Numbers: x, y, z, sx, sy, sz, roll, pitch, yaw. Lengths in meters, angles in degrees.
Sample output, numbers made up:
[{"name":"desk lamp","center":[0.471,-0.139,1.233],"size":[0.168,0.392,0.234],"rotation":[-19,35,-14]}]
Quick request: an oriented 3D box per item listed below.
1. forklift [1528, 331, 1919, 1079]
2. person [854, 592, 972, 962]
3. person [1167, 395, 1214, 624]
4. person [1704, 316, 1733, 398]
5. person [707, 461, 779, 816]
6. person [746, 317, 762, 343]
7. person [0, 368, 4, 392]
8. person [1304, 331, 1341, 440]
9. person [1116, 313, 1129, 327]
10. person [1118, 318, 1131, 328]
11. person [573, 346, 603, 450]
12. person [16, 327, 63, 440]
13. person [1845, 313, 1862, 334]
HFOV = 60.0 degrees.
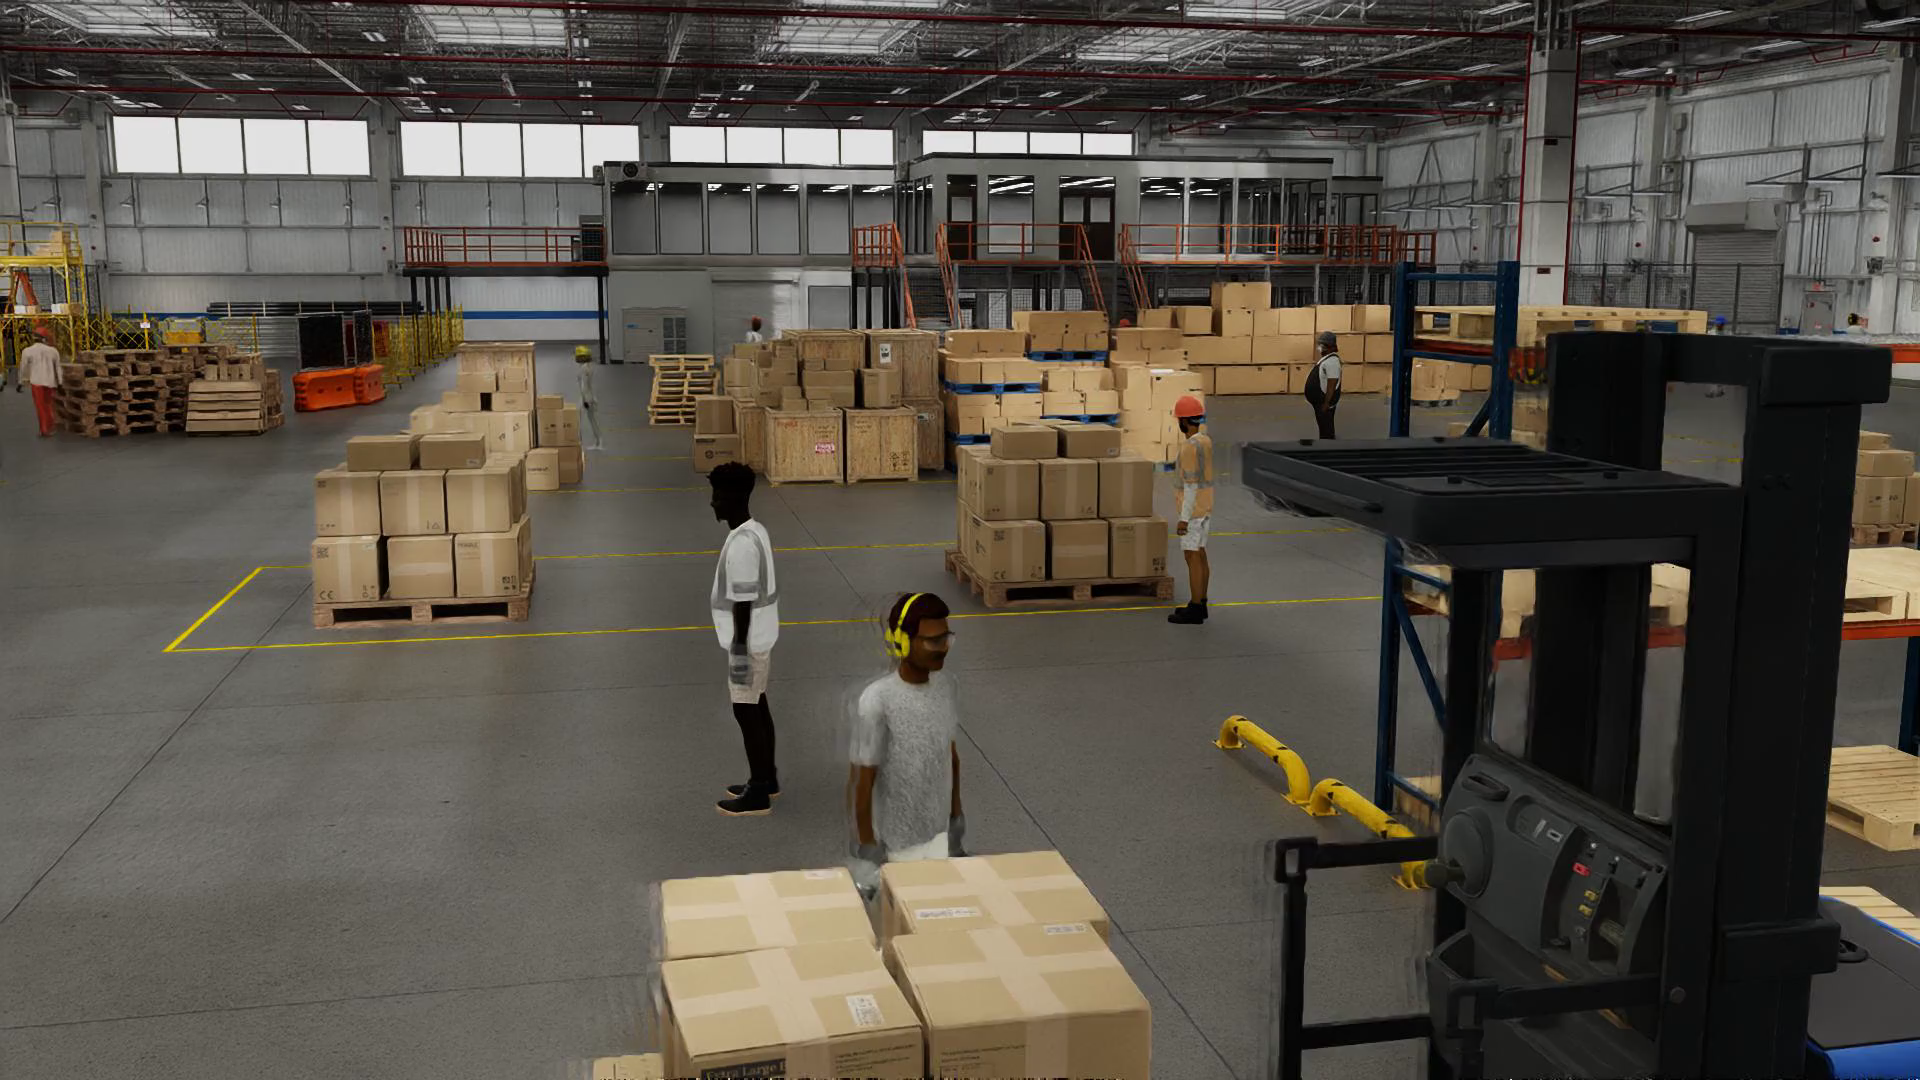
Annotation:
[{"name":"forklift","center":[1.892,0.851,4.439],"size":[1.873,2.768,1.129],"rotation":[-2,10,-12]},{"name":"person","center":[-0.198,1.087,6.128],"size":[0.487,1.855,0.521],"rotation":[7,12,36]},{"name":"person","center":[1.942,-0.253,14.041],"size":[0.375,1.934,0.547],"rotation":[4,10,23]},{"name":"person","center":[17.540,-4.239,38.481],"size":[1.021,1.902,0.598],"rotation":[-7,12,-38]},{"name":"person","center":[-1.188,0.537,9.170],"size":[0.373,1.958,0.601],"rotation":[0,9,-2]},{"name":"person","center":[-4.751,-4.184,38.232],"size":[0.864,1.861,0.574],"rotation":[5,11,28]},{"name":"person","center":[-18.055,-2.918,30.766],"size":[0.614,1.778,0.947],"rotation":[-3,10,-17]},{"name":"person","center":[5.516,-2.156,25.321],"size":[0.538,2.000,0.684],"rotation":[1,9,4]},{"name":"person","center":[4.202,-4.901,42.647],"size":[0.327,1.843,0.516],"rotation":[-9,13,-44]},{"name":"person","center":[3.798,-3.921,36.517],"size":[0.748,1.902,0.591],"rotation":[6,11,31]},{"name":"person","center":[-6.210,-2.318,27.304],"size":[0.716,1.718,0.497],"rotation":[1,9,7]},{"name":"person","center":[-16.037,-2.717,28.968],"size":[0.610,1.958,0.651],"rotation":[6,11,34]},{"name":"person","center":[22.346,-4.746,41.653],"size":[0.538,1.860,0.505],"rotation":[-3,10,-16]}]
